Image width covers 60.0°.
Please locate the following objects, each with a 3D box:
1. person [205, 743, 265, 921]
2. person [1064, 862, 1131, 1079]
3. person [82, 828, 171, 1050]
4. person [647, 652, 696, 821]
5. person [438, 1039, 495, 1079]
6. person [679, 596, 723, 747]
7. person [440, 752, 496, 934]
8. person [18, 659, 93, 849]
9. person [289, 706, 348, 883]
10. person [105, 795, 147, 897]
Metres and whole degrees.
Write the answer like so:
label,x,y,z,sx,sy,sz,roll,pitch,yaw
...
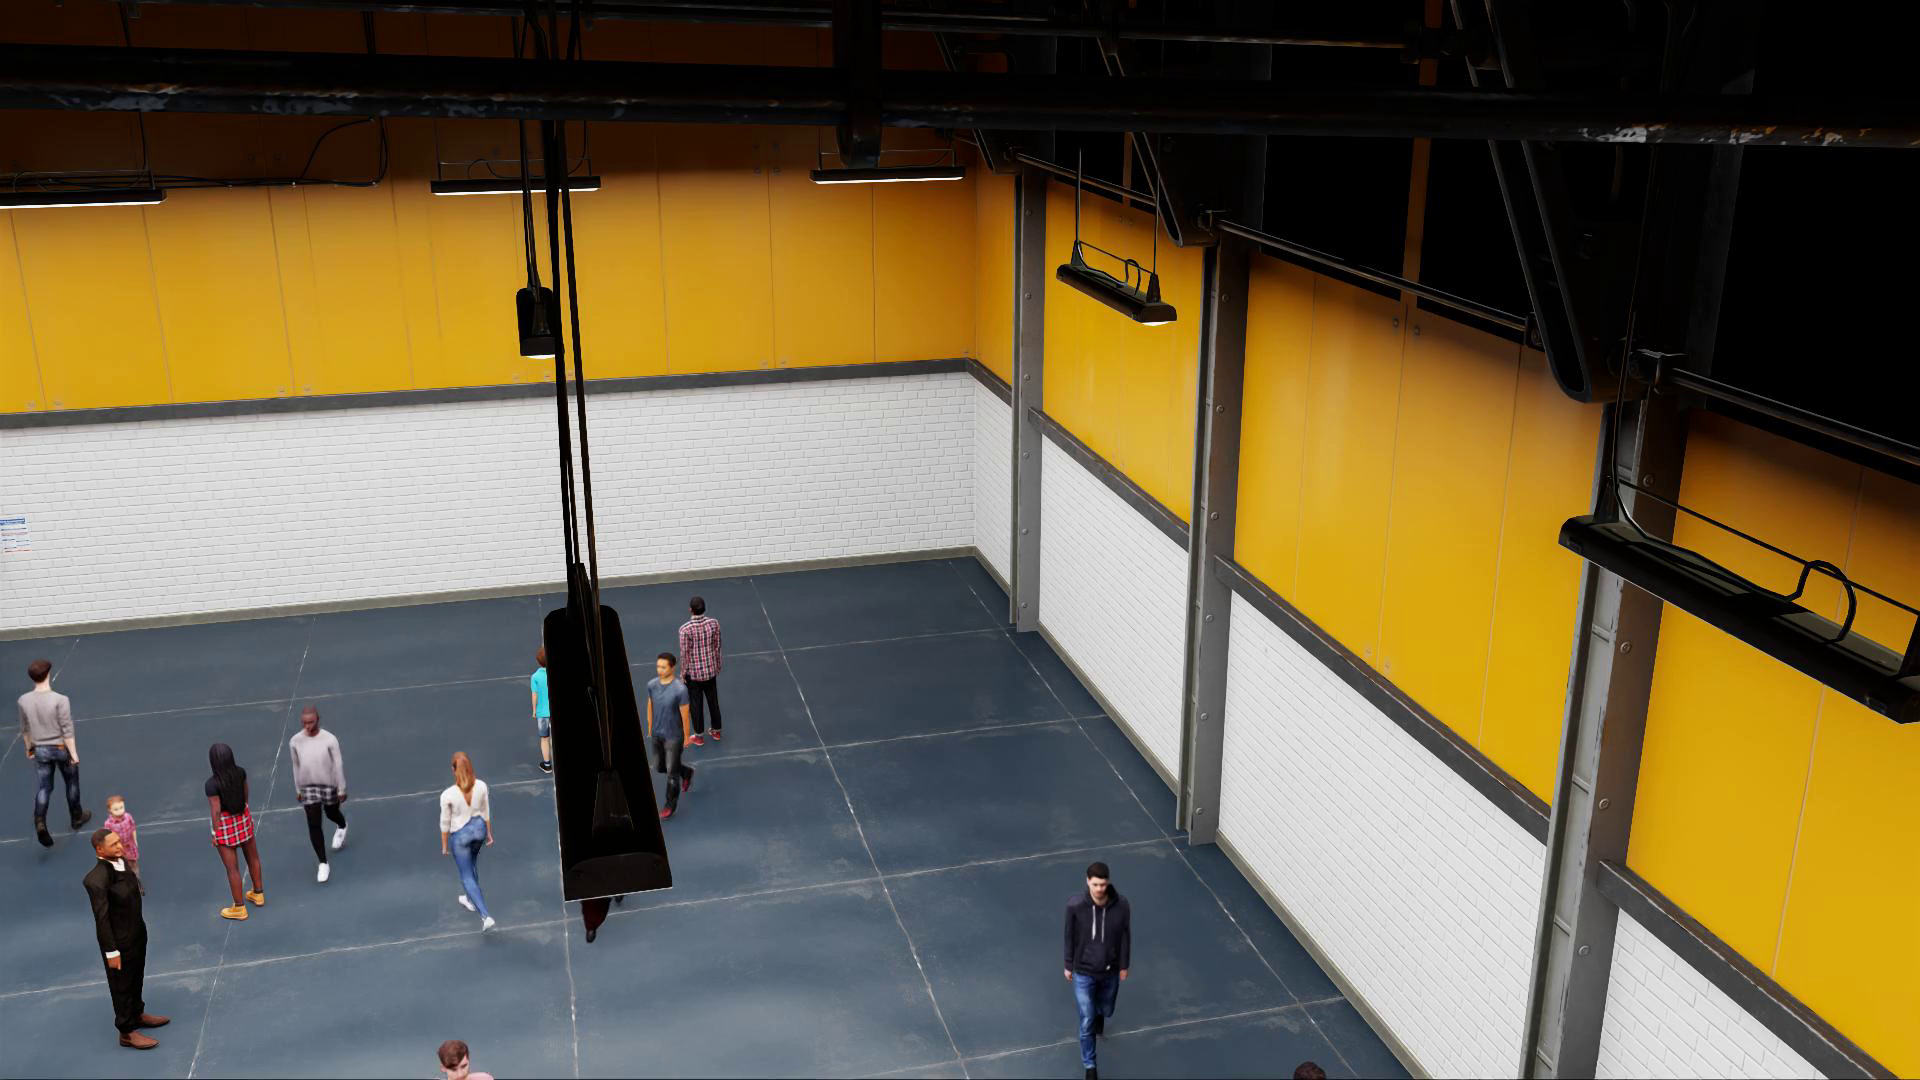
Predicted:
label,x,y,z,sx,sy,sz,roll,pitch,yaw
person,-6.711,2.660,15.357,0.785,1.728,0.708,7,20,21
person,1.078,3.334,13.141,0.866,1.864,1.203,0,19,0
person,-6.804,3.197,13.485,0.784,1.905,0.605,-2,19,-5
person,-2.969,1.982,17.269,0.989,1.793,1.059,9,21,25
person,-3.232,4.059,10.866,0.751,1.943,0.747,-12,22,-32
person,-2.940,1.464,18.856,0.767,1.761,0.724,-14,23,-36
person,-4.443,2.758,15.125,0.936,1.691,1.182,-16,24,-39
person,-9.115,2.152,16.624,0.847,1.882,1.178,-1,19,-3
person,-6.203,2.375,16.190,0.721,1.736,1.144,-2,19,-7
person,-7.979,2.880,15.823,0.545,1.012,0.630,-15,24,-37
